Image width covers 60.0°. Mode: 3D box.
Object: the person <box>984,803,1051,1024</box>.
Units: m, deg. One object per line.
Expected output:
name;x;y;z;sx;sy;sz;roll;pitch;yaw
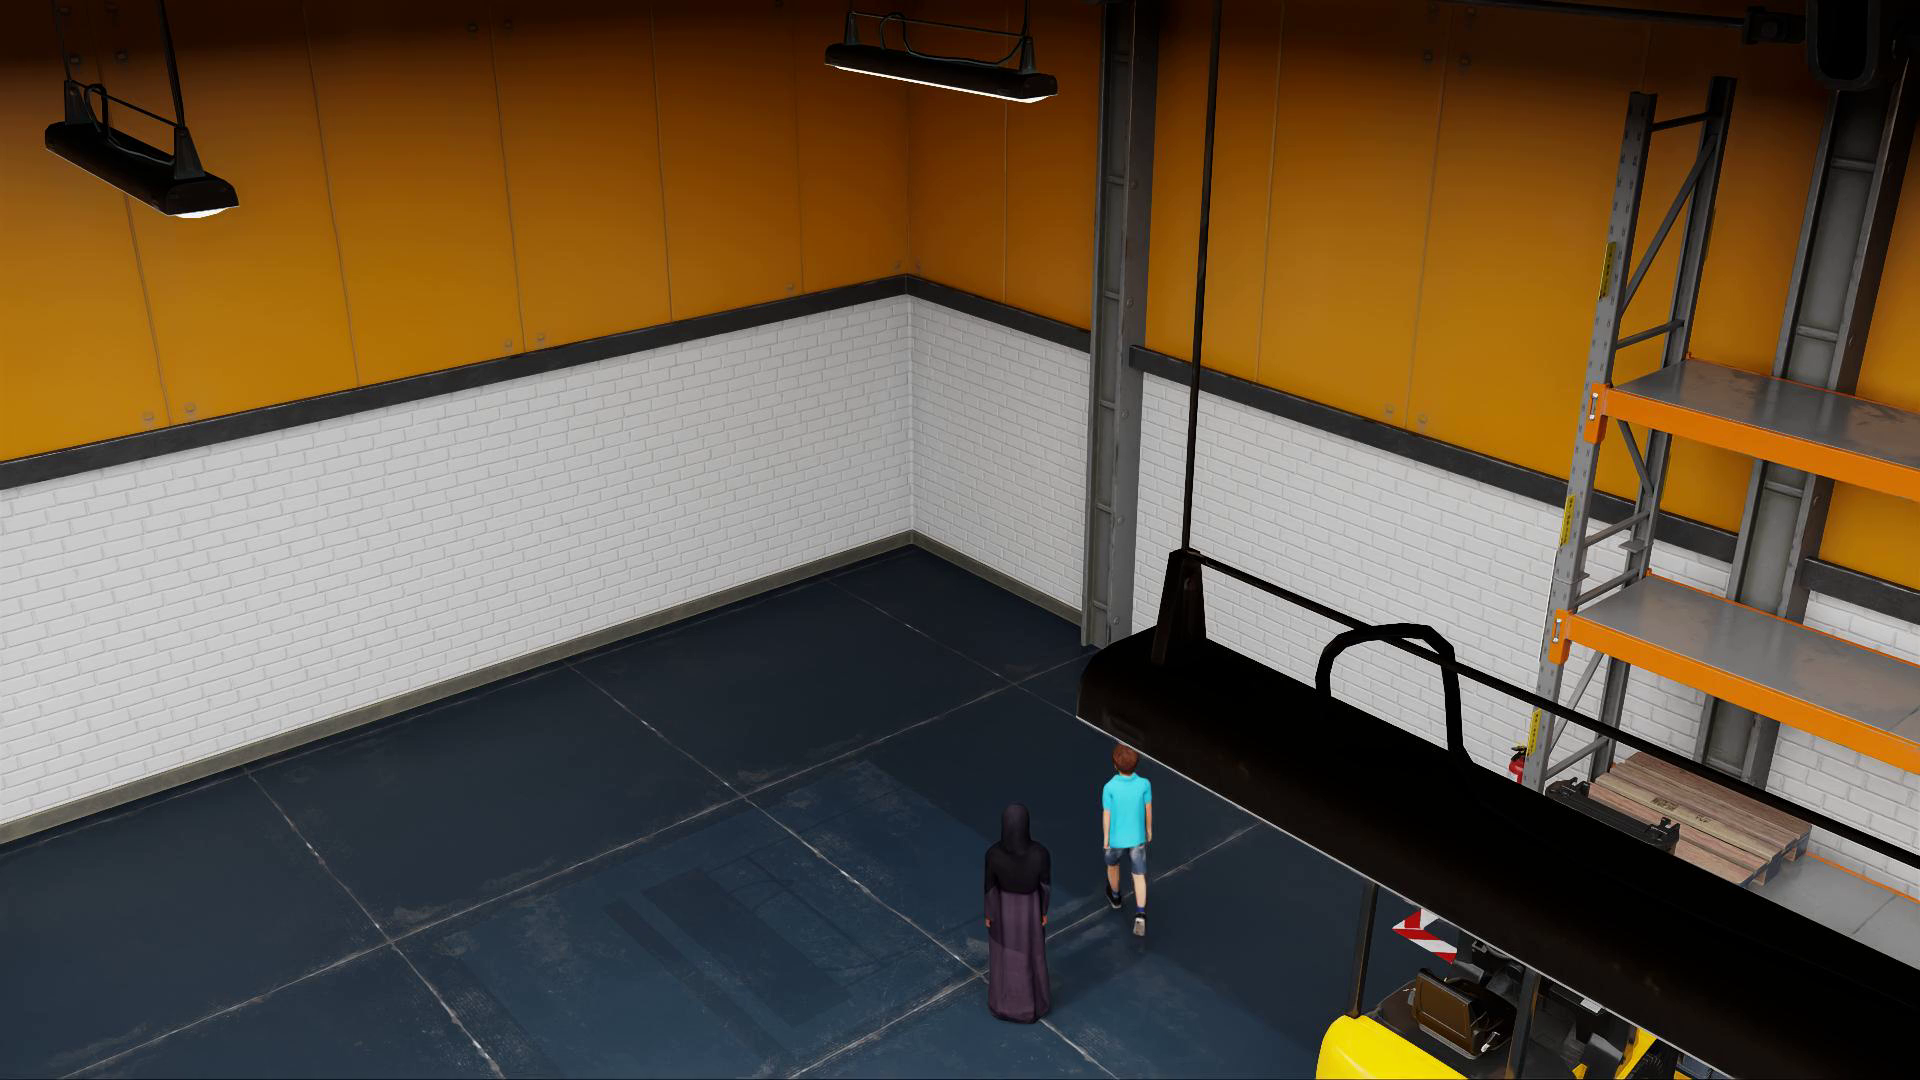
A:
person;0.370;2.443;10.935;0.720;1.614;0.770;0;24;0

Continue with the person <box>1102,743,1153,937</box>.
person;1.201;2.136;11.871;0.837;1.427;1.008;-3;24;-7
